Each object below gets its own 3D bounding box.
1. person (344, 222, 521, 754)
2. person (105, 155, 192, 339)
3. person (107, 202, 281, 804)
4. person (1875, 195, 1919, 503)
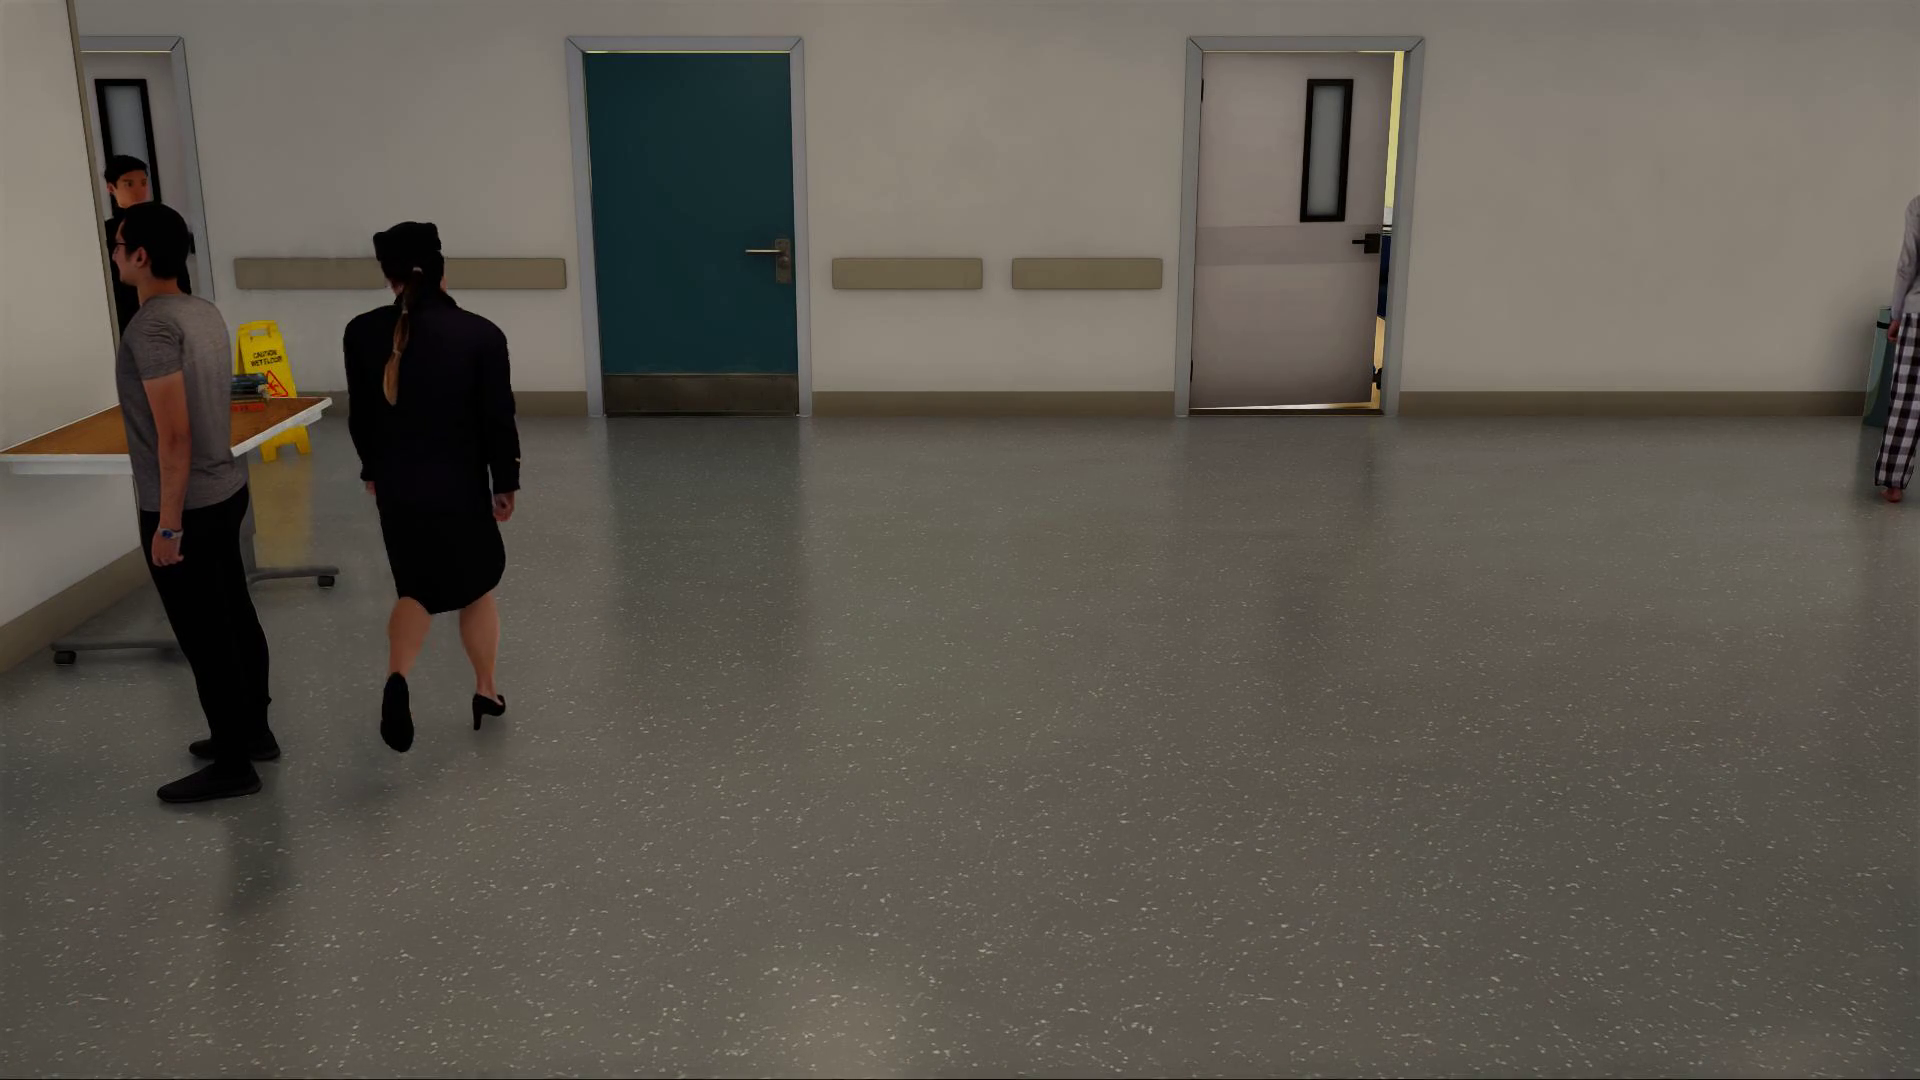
[{"bbox_3d":[-1.657,-0.119,5.133,0.856,1.649,0.763,1,16,3],"label":"person"},{"bbox_3d":[-4.047,-1.023,8.217,0.852,1.715,0.912,-15,22,-43],"label":"person"},{"bbox_3d":[-2.267,-0.112,4.915,0.566,1.754,0.649,-2,16,-8],"label":"person"},{"bbox_3d":[4.862,-1.091,8.215,0.676,1.847,0.773,11,19,35],"label":"person"}]
